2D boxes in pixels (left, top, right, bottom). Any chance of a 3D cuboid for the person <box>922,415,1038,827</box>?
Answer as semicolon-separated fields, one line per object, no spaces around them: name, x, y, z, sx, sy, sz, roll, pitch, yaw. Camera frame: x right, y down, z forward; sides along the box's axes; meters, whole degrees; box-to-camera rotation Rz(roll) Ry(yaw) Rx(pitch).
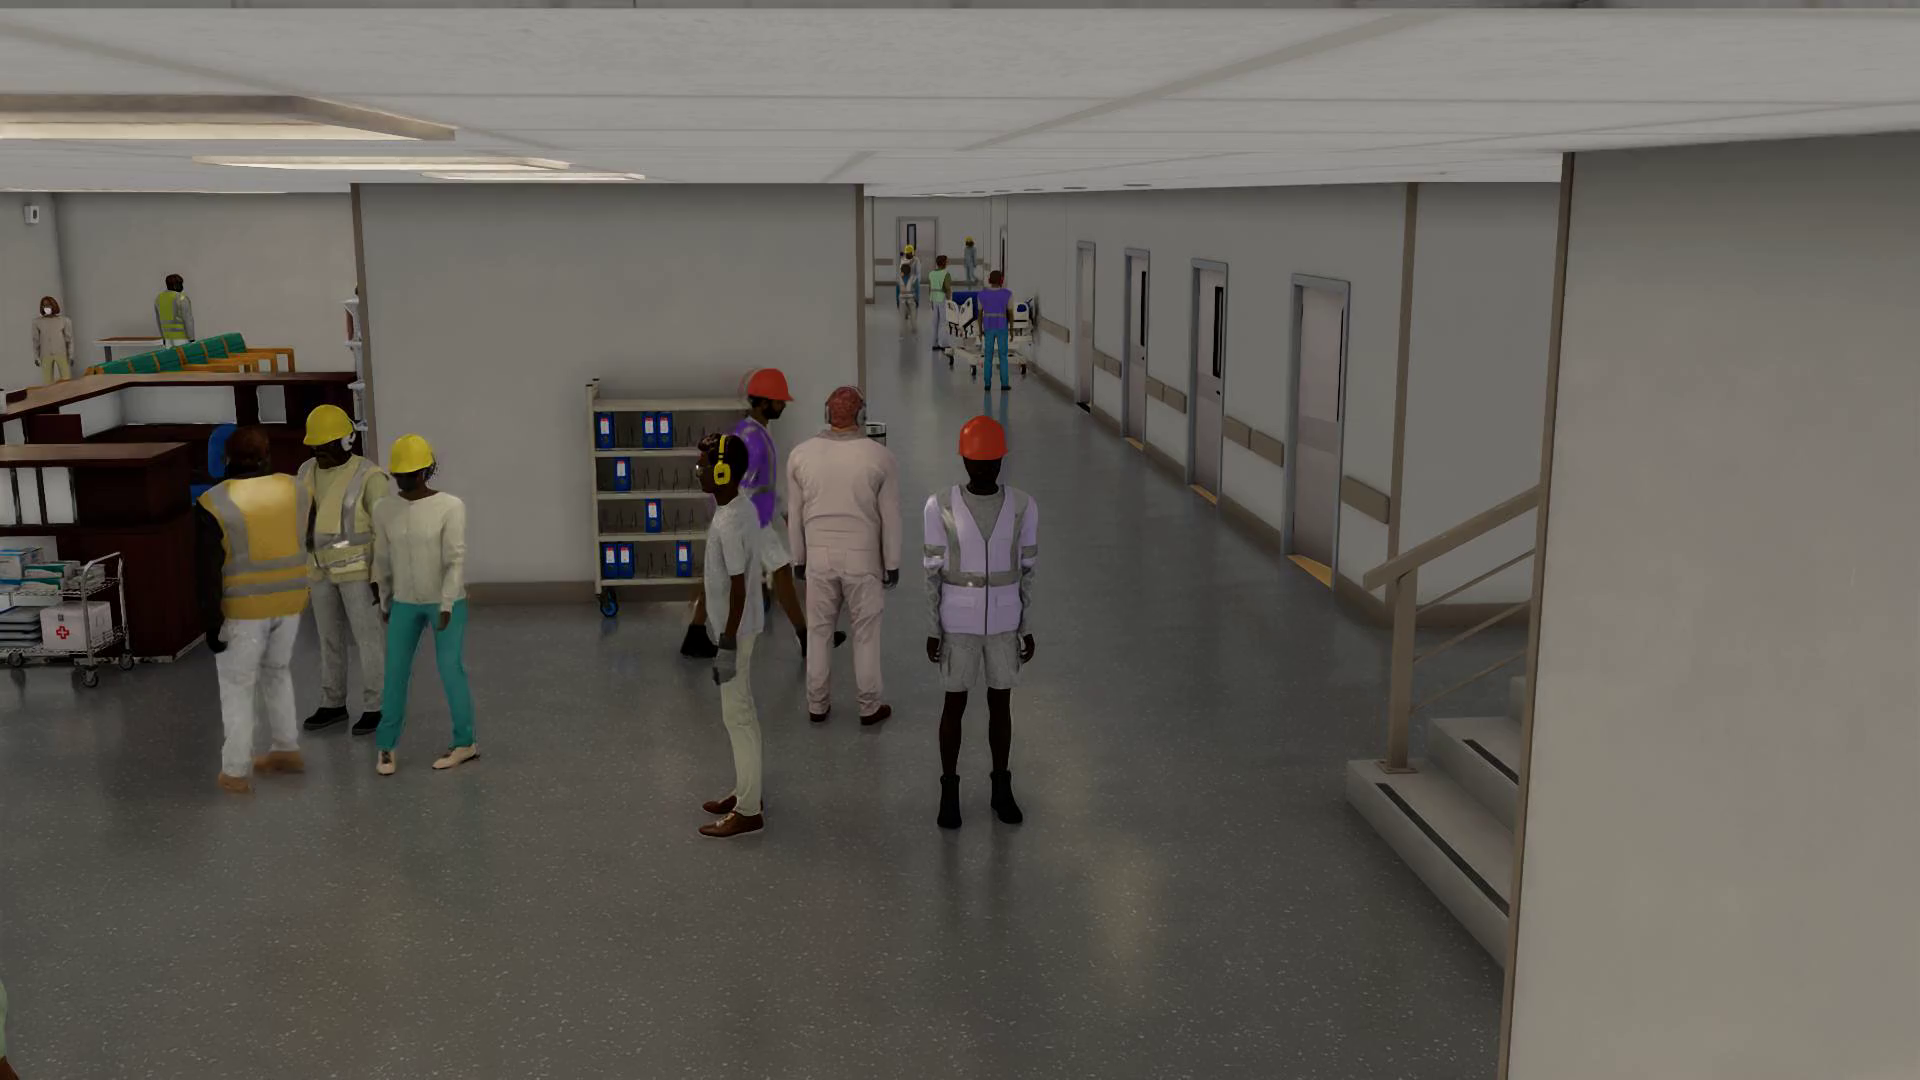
person;0.101;0.381;7.753;0.544;1.939;0.354;-2;12;-10

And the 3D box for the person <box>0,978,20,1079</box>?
person;-2.329;1.219;3.633;0.384;1.948;0.605;3;12;15

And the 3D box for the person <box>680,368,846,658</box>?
person;-1.304;-0.150;10.540;1.056;1.873;0.550;-4;12;-17

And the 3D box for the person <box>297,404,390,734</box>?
person;-3.395;0.160;9.117;0.586;1.823;0.403;4;12;19

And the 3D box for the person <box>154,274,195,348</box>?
person;-11.415;-2.960;24.315;0.635;1.842;0.429;5;13;22

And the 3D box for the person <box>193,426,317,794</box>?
person;-3.541;0.329;8.346;0.529;1.805;0.647;10;15;39

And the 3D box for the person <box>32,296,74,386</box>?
person;-12.194;-2.462;22.393;0.500;1.633;0.281;-3;12;-16

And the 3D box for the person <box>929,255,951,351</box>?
person;-0.382;-4.610;32.362;0.388;1.848;0.564;-11;16;-43

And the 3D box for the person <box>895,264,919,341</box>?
person;-1.087;-4.969;34.718;0.519;1.605;0.825;2;12;9

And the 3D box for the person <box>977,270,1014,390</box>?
person;0.546;-3.215;25.552;0.566;1.847;0.390;2;12;9

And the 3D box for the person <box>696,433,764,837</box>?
person;-1.065;0.435;7.654;0.323;1.871;0.528;-1;12;-3

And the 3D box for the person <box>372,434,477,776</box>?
person;-2.760;0.324;8.495;0.530;1.748;0.405;1;12;6

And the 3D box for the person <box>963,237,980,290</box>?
person;0.359;-8.960;53.904;0.492;1.731;0.491;11;16;43

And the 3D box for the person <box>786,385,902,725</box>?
person;-0.634;0.089;9.286;0.649;1.899;0.398;2;12;10

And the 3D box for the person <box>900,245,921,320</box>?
person;-1.230;-6.295;40.666;0.591;1.824;0.403;7;14;32
